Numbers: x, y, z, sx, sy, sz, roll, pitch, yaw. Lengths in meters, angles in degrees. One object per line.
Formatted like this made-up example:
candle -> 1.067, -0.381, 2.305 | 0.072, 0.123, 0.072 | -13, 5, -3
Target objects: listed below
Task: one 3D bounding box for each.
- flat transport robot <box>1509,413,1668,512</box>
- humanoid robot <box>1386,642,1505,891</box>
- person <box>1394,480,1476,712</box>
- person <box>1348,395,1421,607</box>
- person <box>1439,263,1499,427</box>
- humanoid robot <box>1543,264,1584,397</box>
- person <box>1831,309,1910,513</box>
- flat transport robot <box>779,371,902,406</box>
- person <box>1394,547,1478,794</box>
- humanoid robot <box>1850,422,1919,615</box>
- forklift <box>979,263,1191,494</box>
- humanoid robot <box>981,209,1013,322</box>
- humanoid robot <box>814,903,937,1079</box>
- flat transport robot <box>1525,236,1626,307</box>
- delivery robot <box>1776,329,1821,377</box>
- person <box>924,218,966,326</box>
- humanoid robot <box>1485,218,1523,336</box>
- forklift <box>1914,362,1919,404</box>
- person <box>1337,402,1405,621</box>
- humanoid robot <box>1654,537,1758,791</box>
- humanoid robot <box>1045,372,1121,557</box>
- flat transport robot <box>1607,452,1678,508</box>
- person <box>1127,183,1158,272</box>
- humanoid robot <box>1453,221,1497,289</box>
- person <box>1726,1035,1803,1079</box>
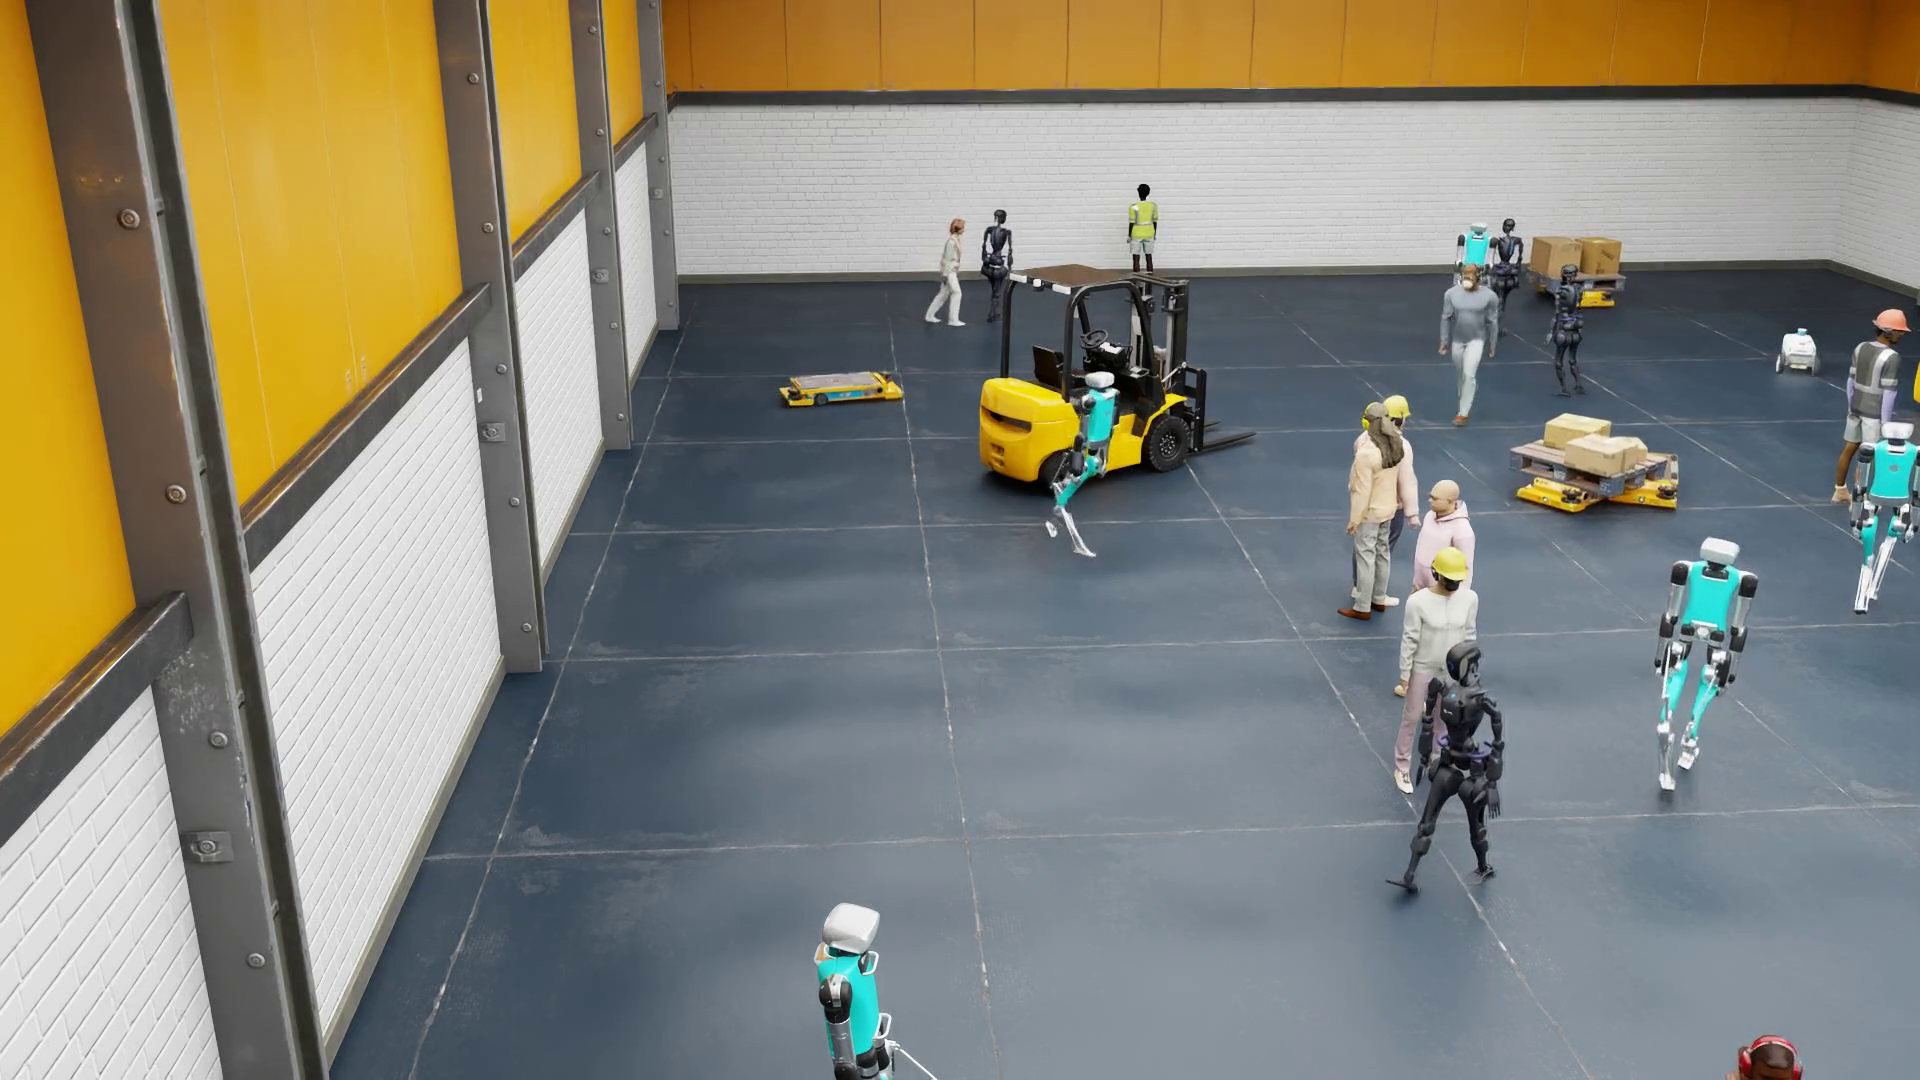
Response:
flat transport robot -> 6.473, -0.589, 17.233 | 1.431, 0.231, 0.659 | -15, 25, -36
humanoid robot -> 2.975, 1.377, 9.908 | 0.790, 1.624, 0.613 | -14, 25, -34
person -> 3.569, 0.398, 12.346 | 0.401, 1.781, 0.533 | -8, 22, -22
person -> 3.592, -0.323, 14.209 | 0.435, 1.857, 0.802 | -11, 23, -27
person -> 5.924, -2.289, 19.502 | 0.642, 1.901, 0.930 | 15, 25, 35
humanoid robot -> 7.599, -2.615, 20.726 | 0.670, 1.639, 0.392 | -14, 25, -34
person -> 9.087, -1.292, 16.583 | 0.391, 2.040, 0.607 | -3, 20, -8
flat transport robot -> -1.494, -1.888, 20.770 | 1.431, 0.231, 0.659 | -6, 21, -16
person -> 3.185, 0.868, 11.102 | 0.526, 1.759, 0.333 | -4, 21, -10
humanoid robot -> 7.778, -0.202, 14.035 | 0.560, 1.731, 1.005 | 9, 22, 22
forklift -> 1.315, -1.764, 17.646 | 2.313, 2.155, 1.214 | -14, 24, -33
humanoid robot -> 0.529, -4.088, 24.735 | 0.596, 1.634, 0.510 | 15, 25, 36
humanoid robot -> -0.226, 2.307, 7.018 | 0.735, 1.677, 0.533 | 2, 20, 5
flat transport robot -> 9.724, -3.930, 26.334 | 0.659, 0.231, 1.431 | -2, 20, -5
delivery robot -> 11.081, -2.474, 21.973 | 0.499, 0.608, 0.801 | 7, 21, 19
person -> -0.230, -3.936, 24.431 | 0.625, 1.587, 0.565 | 1, 20, 2
humanoid robot -> 7.812, -3.824, 24.025 | 0.583, 1.637, 0.656 | -5, 21, -13
forklift -> 12.602, -2.435, 19.475 | 2.313, 2.155, 1.214 | -1, 20, -4
person -> 3.466, -0.234, 13.939 | 0.554, 1.876, 0.403 | -17, 26, -39
humanoid robot -> 4.898, 0.894, 11.064 | 0.555, 1.751, 0.979 | 9, 22, 24
humanoid robot -> 1.010, -0.756, 15.633 | 0.925, 1.794, 0.556 | 16, 26, 37
flat transport robot -> 7.161, -0.664, 17.436 | 0.659, 0.231, 1.431 | 8, 22, 20
person -> 2.949, -4.917, 26.948 | 0.539, 1.695, 0.317 | -7, 21, -17
humanoid robot -> 7.035, -3.431, 22.892 | 0.535, 1.818, 0.716 | 7, 21, 18
person -> 3.059, 2.610, 6.520 | 0.460, 1.644, 0.314 | 5, 21, 13
